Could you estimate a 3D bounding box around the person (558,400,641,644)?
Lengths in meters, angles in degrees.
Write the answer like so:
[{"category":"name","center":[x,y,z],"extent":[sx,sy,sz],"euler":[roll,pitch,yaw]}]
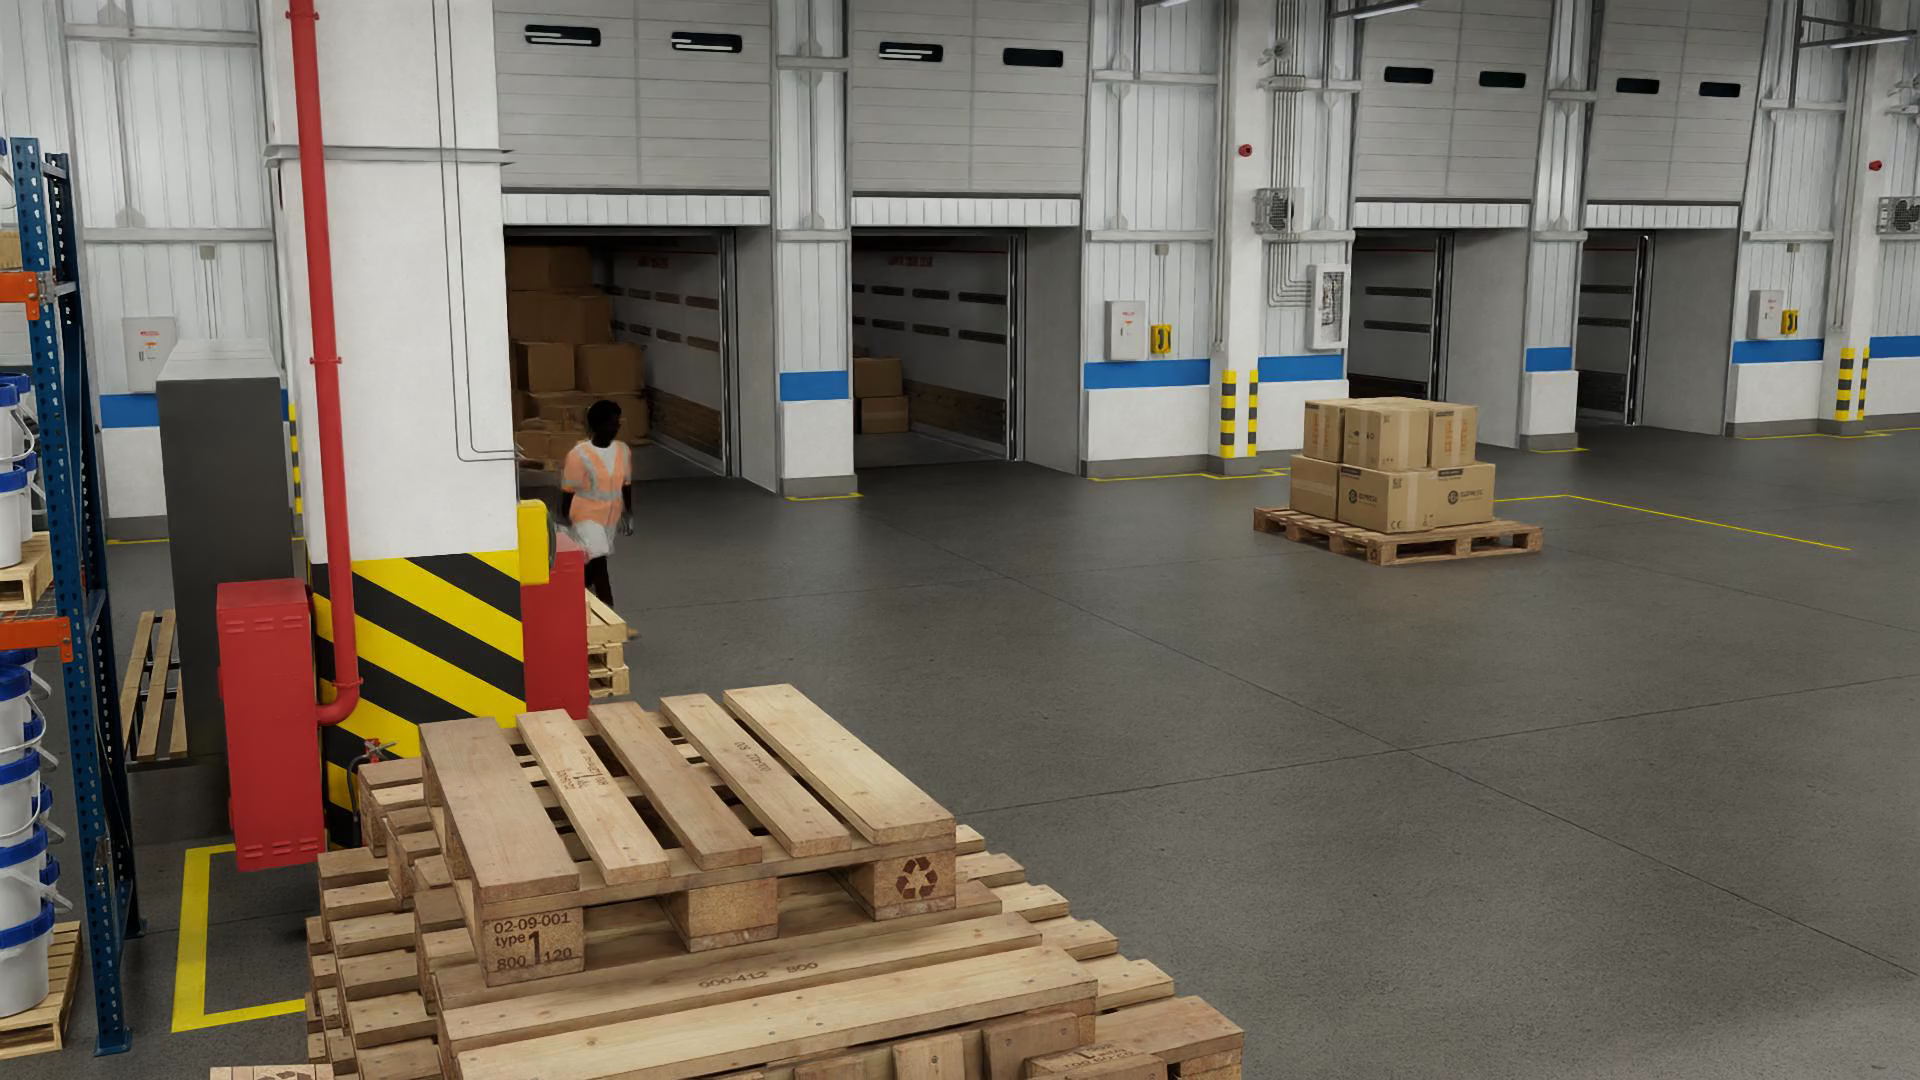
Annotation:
[{"category":"person","center":[-2.518,-0.145,11.378],"extent":[0.884,1.651,0.567],"euler":[8,13,36]}]
